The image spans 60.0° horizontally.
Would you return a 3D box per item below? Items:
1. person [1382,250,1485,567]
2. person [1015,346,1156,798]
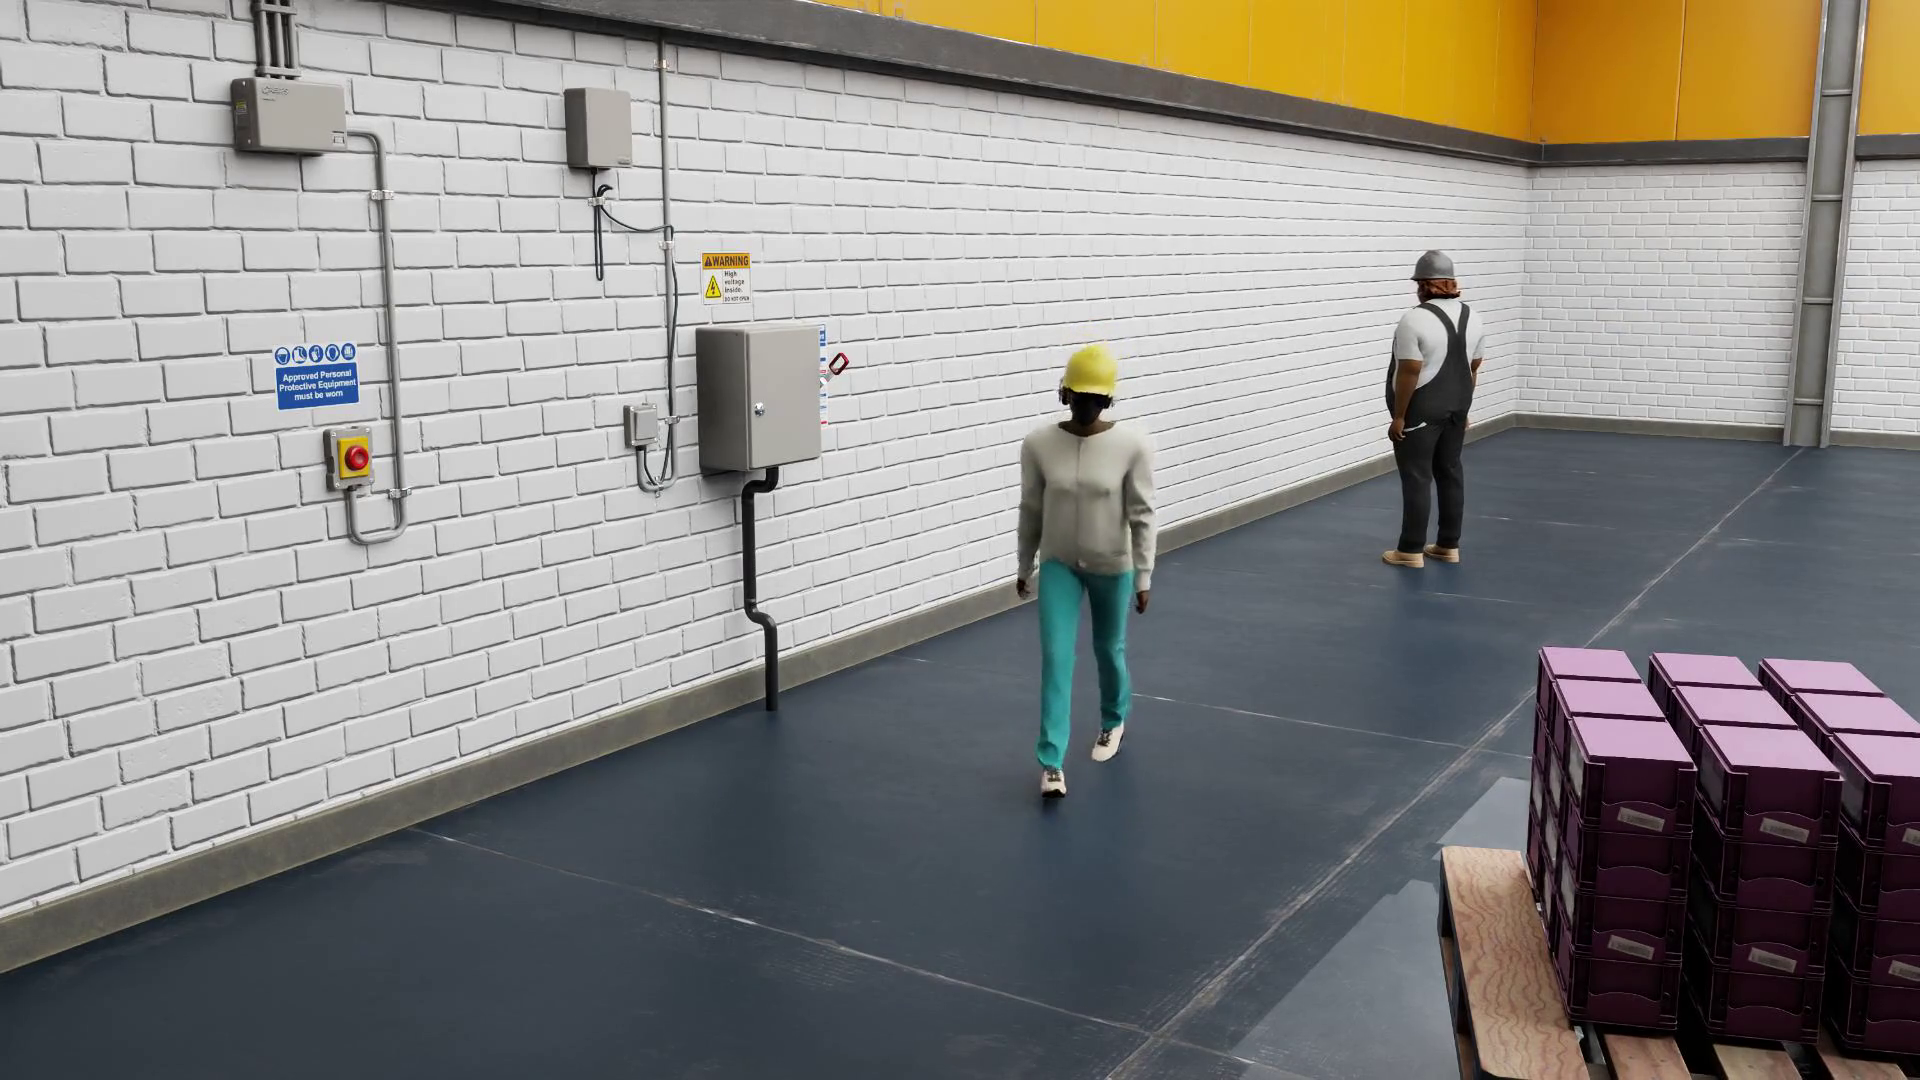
[{"bbox_3d":[3.014,-0.852,10.788,0.688,2.000,0.536,-6,12,-29],"label":"person"},{"bbox_3d":[0.479,0.104,6.410,0.562,1.713,0.933,2,10,11],"label":"person"}]
